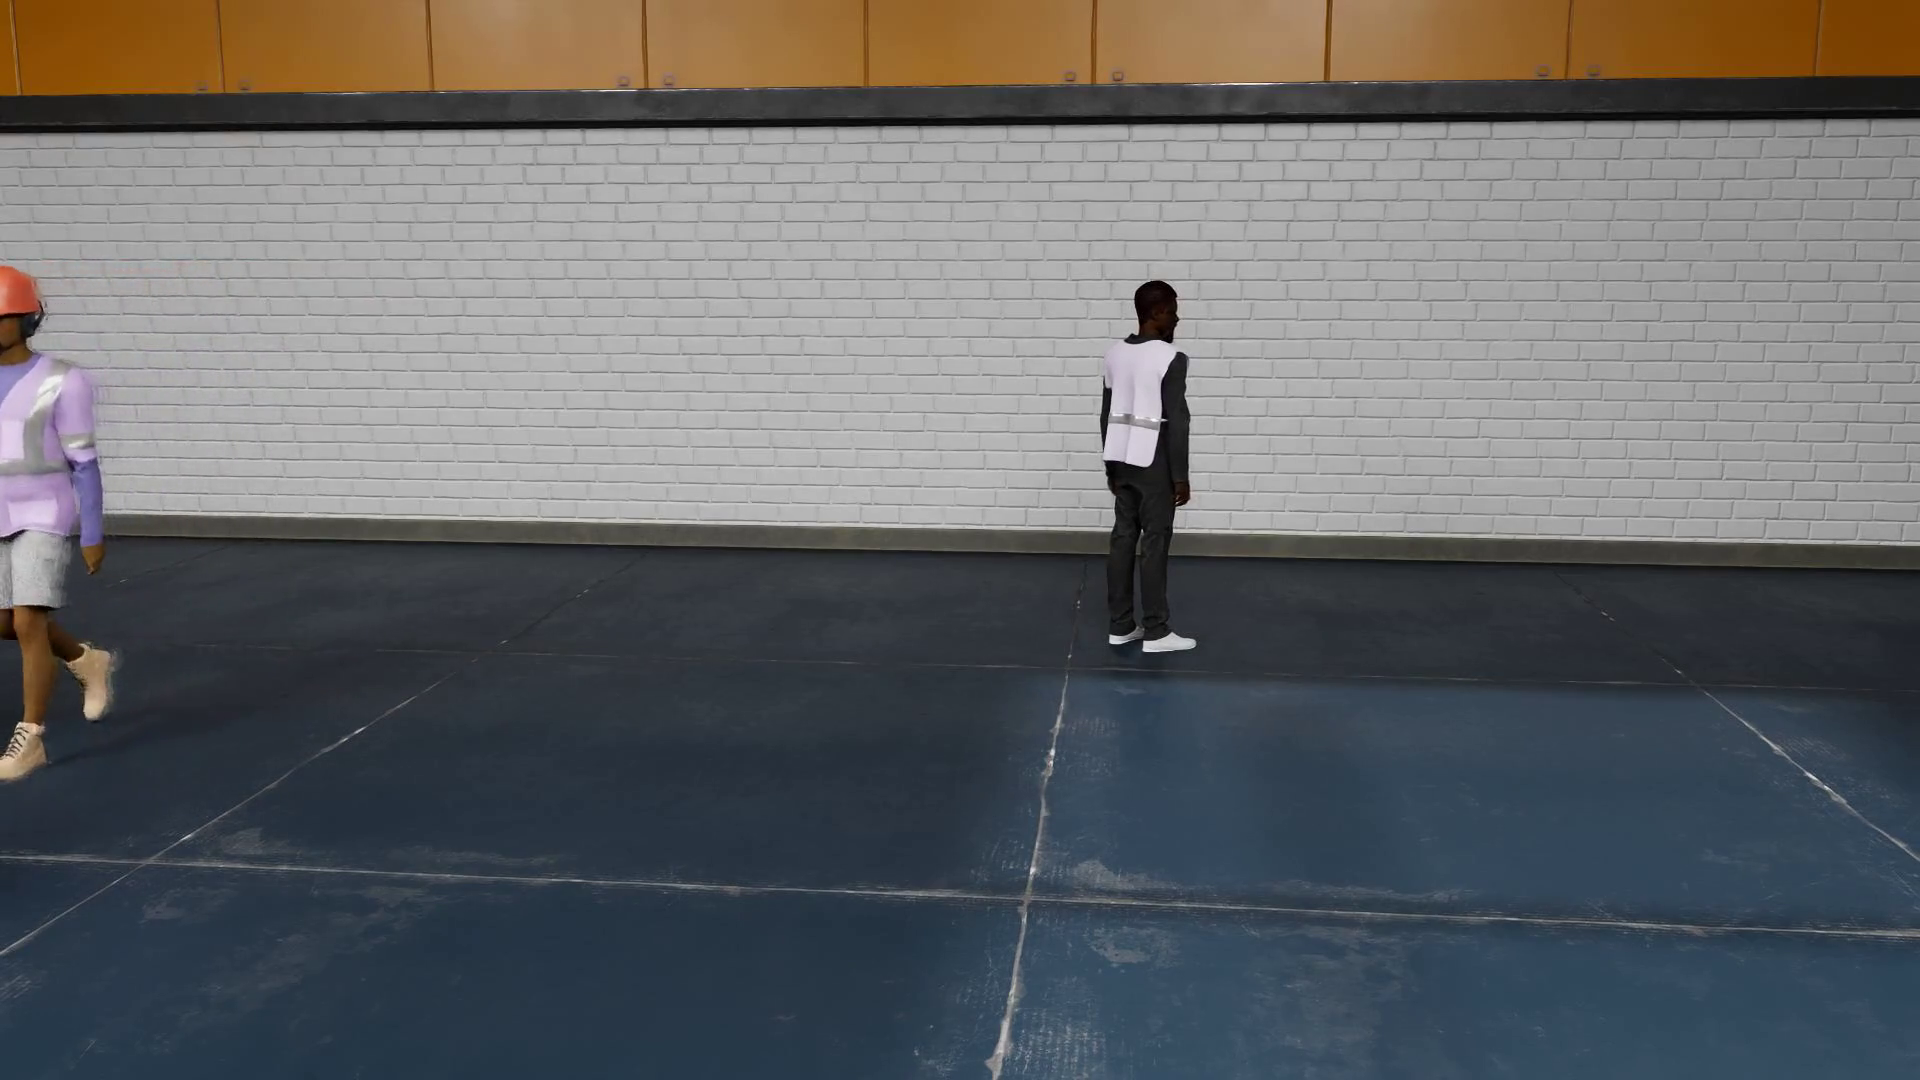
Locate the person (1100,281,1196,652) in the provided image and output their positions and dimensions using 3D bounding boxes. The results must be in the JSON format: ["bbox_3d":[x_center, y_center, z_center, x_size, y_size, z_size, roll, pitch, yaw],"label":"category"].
[{"bbox_3d":[0.956,-0.377,8.632,0.399,1.916,0.590,-7,12,-35],"label":"person"}]

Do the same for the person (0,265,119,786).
[{"bbox_3d":[-3.731,-0.092,6.712,0.617,2.023,0.854,2,10,10],"label":"person"}]
